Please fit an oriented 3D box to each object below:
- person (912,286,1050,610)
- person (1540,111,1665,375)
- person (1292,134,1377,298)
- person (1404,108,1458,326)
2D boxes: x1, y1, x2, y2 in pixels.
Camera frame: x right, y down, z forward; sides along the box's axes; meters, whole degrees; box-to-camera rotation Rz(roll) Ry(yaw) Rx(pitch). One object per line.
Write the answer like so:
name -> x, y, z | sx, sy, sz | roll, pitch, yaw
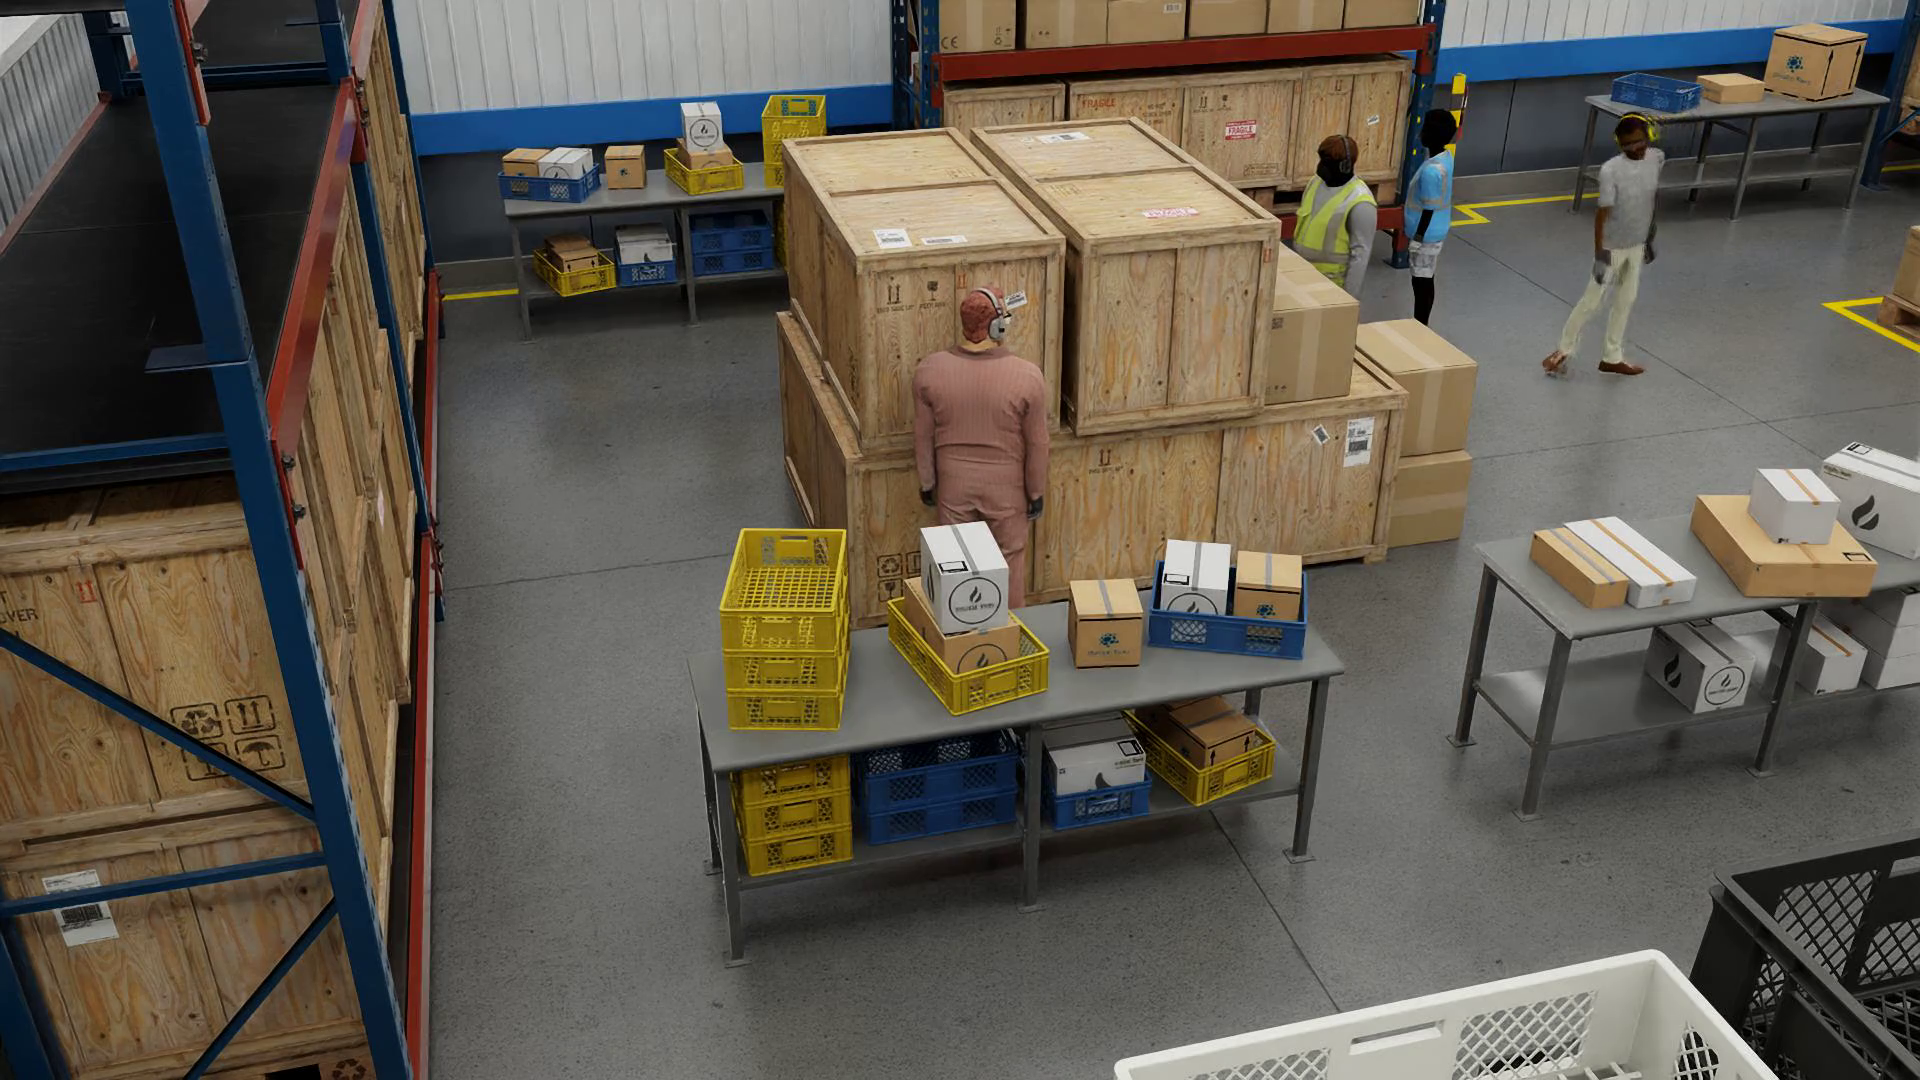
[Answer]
person -> 0.108, -0.288, 7.932 | 0.643, 1.905, 0.400 | 7, 30, 13
person -> 4.335, -1.945, 11.021 | 0.683, 1.832, 0.385 | -13, 32, -23
person -> 2.277, -1.620, 10.413 | 0.429, 1.844, 0.625 | -13, 31, -22
person -> 3.206, -2.123, 11.474 | 0.318, 1.697, 0.534 | 11, 31, 19
